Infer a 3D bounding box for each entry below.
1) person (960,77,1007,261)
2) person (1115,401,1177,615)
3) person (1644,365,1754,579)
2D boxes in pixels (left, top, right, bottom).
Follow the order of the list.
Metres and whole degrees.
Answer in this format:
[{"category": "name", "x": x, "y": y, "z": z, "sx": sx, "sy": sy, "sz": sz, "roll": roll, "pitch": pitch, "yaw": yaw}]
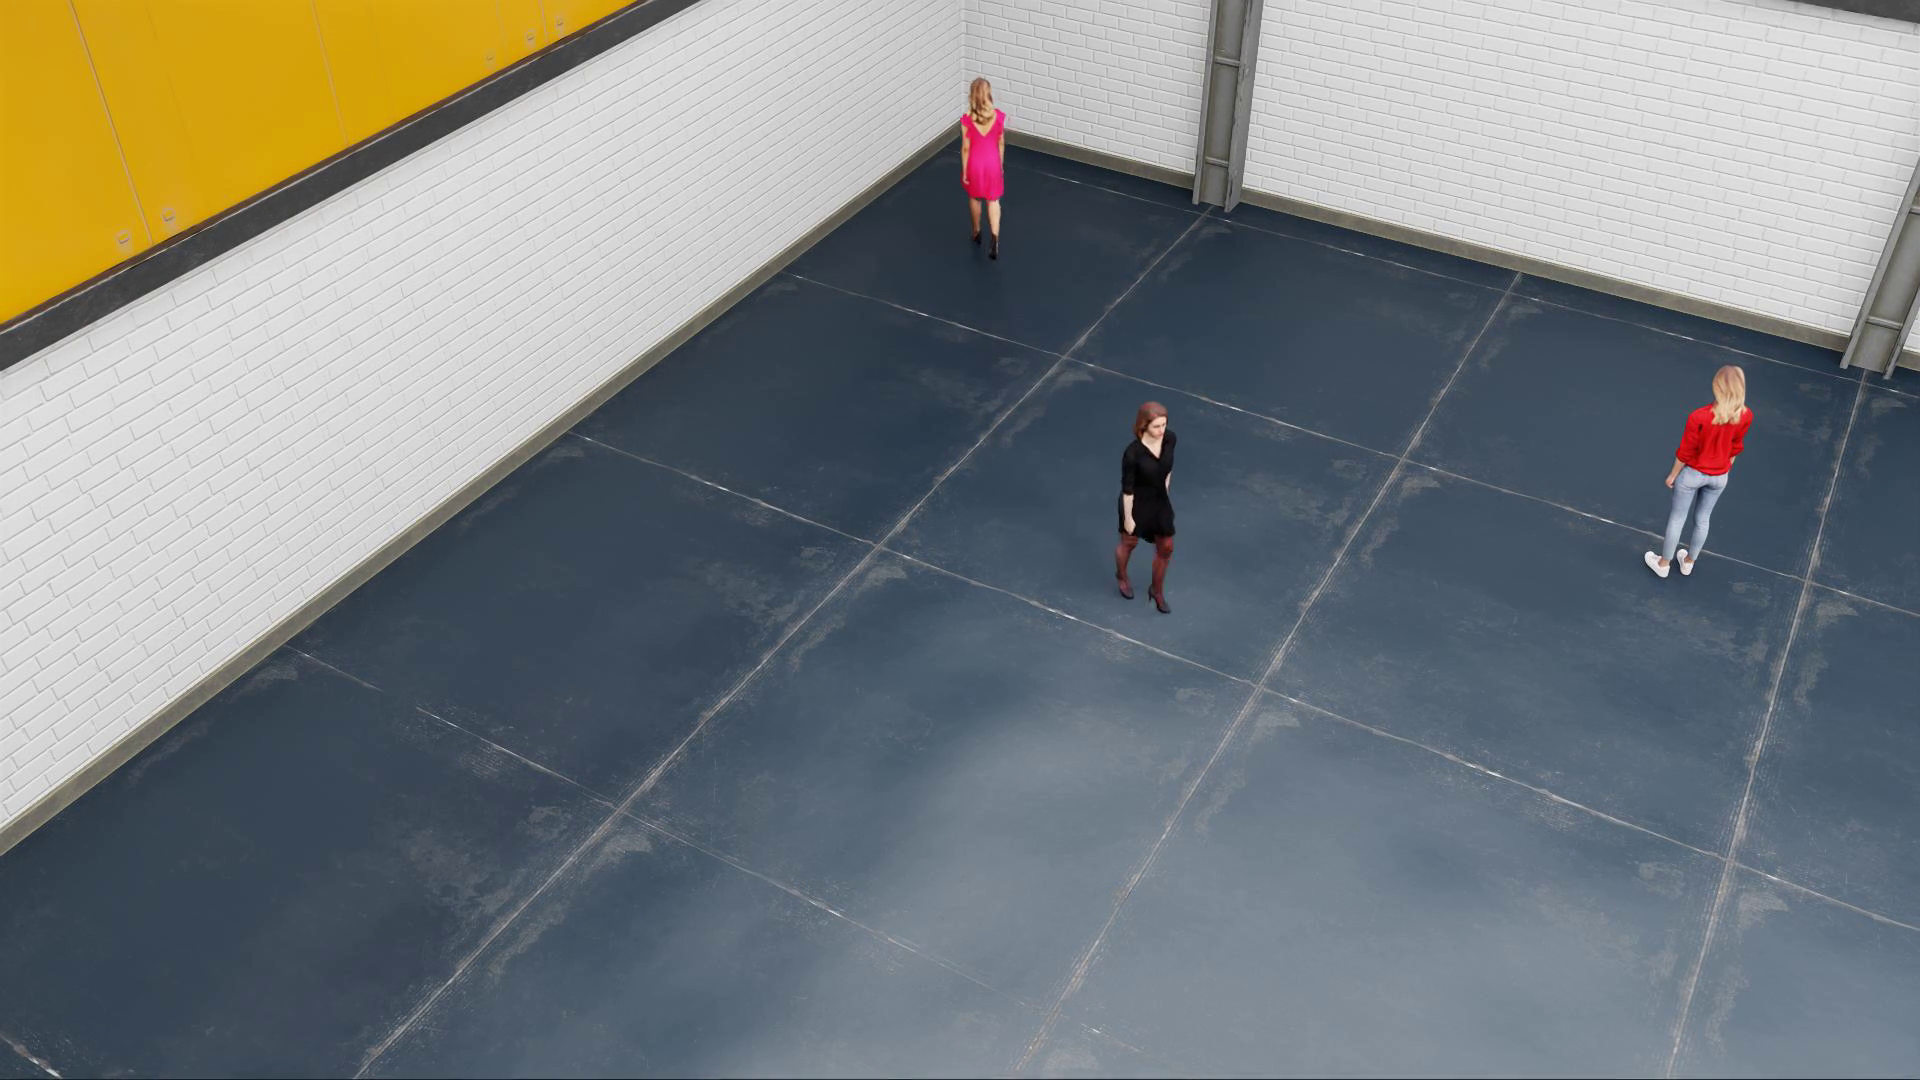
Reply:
[{"category": "person", "x": 0.235, "y": -3.347, "z": 15.158, "sx": 0.973, "sy": 1.702, "sz": 0.981, "roll": -6, "pitch": 39, "yaw": -8}, {"category": "person", "x": 1.196, "y": -0.277, "z": 11.323, "sx": 0.770, "sy": 1.689, "sz": 0.854, "roll": -22, "pitch": 44, "yaw": -25}, {"category": "person", "x": 5.146, "y": -0.459, "z": 11.537, "sx": 0.639, "sy": 1.707, "sz": 0.746, "roll": -3, "pitch": 39, "yaw": -3}]
